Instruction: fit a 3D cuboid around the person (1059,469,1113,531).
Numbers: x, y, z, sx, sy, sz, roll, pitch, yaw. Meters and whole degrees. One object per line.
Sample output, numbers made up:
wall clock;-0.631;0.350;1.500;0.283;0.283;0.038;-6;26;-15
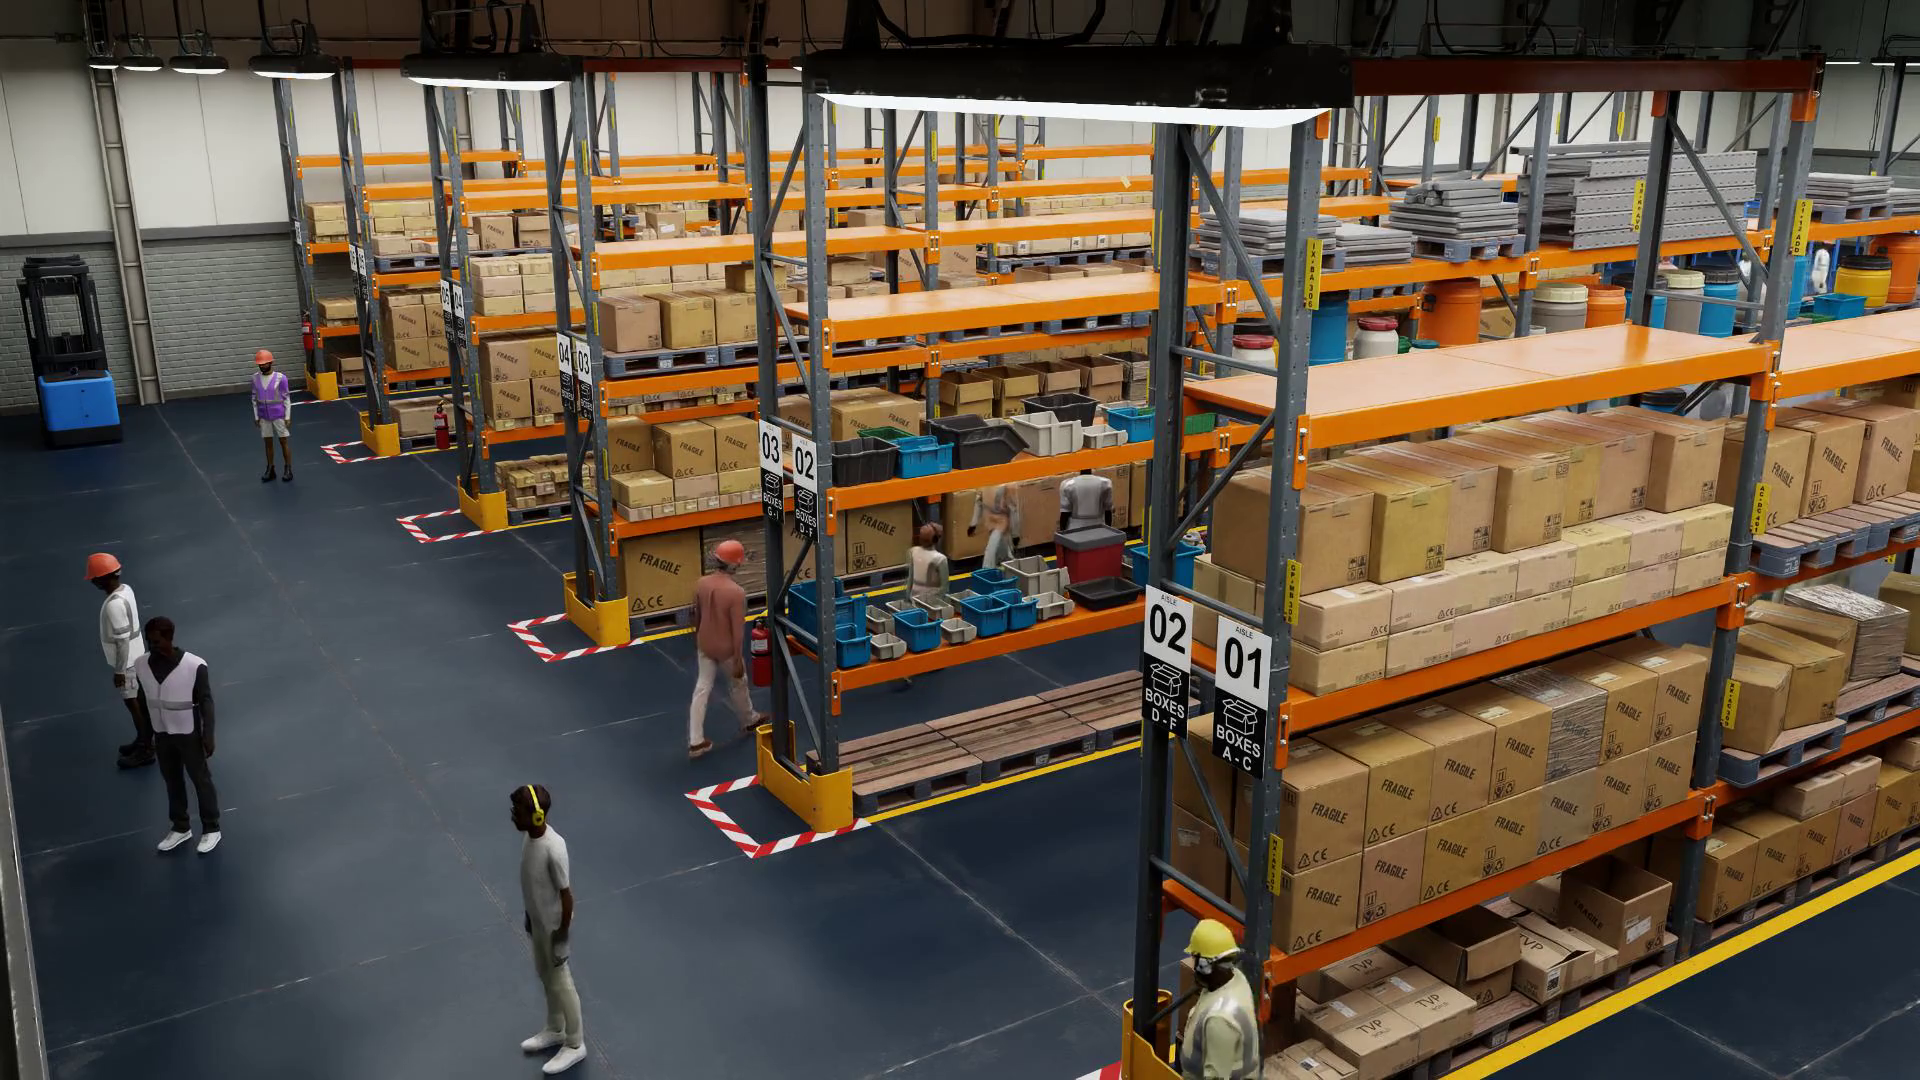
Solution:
person;1.366;-0.079;17.366;0.636;1.966;0.408;-3;17;-10

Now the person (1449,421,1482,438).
person;6.601;-1.067;20.641;0.449;1.927;0.595;-5;18;-15

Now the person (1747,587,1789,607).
person;9.095;-0.016;17.397;0.763;1.818;0.627;-15;22;-40

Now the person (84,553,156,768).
person;-7.317;1.030;13.768;0.366;1.931;0.542;-7;18;-21

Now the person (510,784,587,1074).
person;-2.518;2.336;9.591;0.311;1.868;0.533;-13;21;-36

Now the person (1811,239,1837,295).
person;20.274;-6.184;37.269;0.571;2.021;0.640;4;17;12

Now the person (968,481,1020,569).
person;0.423;-0.181;17.843;1.006;1.878;0.593;-10;20;-30

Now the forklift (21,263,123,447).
forklift;-14.518;-3.079;25.708;1.129;2.768;1.873;-10;20;-31

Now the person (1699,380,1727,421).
person;11.101;-1.721;23.342;0.756;1.607;0.515;-4;17;-13

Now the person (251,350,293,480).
person;-10.081;-1.827;23.119;0.543;1.939;0.360;0;17;0

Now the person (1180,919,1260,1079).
person;1.385;2.839;8.120;0.871;1.778;0.681;3;17;10

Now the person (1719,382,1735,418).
person;12.981;-2.859;26.557;0.645;1.912;0.799;16;23;42

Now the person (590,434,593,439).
person;-5.606;-2.521;25.598;0.990;1.831;0.533;-9;19;-28

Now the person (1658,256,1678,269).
person;15.686;-5.492;35.223;0.673;1.877;0.827;9;19;27

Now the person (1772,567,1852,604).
person;7.996;0.700;14.778;0.608;1.974;0.623;-11;20;-32

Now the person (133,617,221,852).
person;-6.074;1.508;12.250;0.605;1.926;0.415;2;17;7

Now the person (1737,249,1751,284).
person;18.090;-5.804;36.334;0.976;1.841;0.593;-4;17;-14

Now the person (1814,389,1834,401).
person;14.778;-2.917;26.828;0.978;1.864;0.657;-8;19;-24

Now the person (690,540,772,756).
person;-2.102;0.922;14.097;0.750;1.925;1.014;12;21;34

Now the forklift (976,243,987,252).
forklift;0.988;-5.474;34.718;1.214;2.155;2.313;-10;20;-31

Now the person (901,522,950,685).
person;-0.374;0.624;15.648;0.770;1.612;0.527;-15;23;-41
